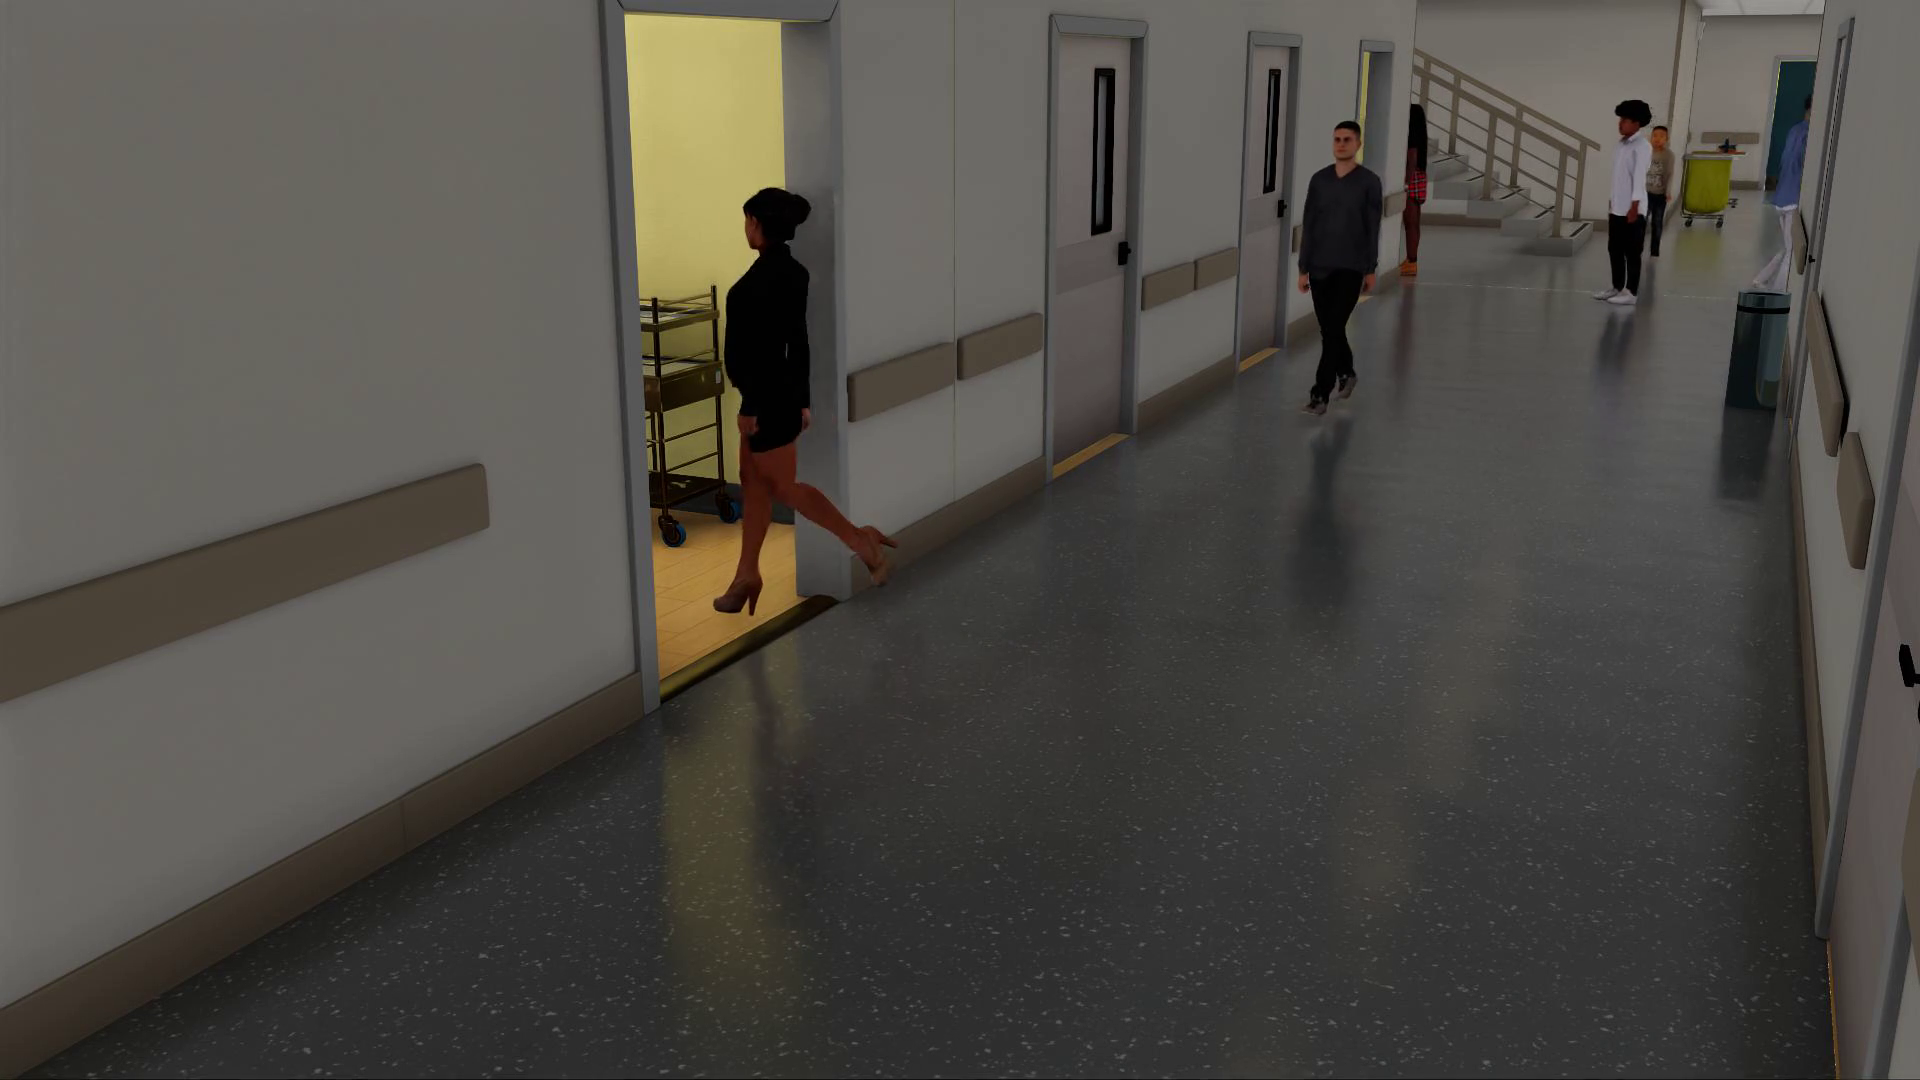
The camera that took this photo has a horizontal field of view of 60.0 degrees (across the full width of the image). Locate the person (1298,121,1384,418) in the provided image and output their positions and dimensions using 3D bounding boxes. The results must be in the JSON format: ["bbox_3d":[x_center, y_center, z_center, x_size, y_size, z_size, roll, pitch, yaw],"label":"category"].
[{"bbox_3d":[2.326,-1.637,10.156,1.132,1.723,0.810,10,19,31],"label":"person"}]

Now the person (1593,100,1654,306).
[{"bbox_3d":[6.025,-3.031,14.950,0.753,1.805,0.721,-3,16,-11],"label":"person"}]

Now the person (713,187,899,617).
[{"bbox_3d":[-0.630,-0.475,6.239,1.028,1.611,0.801,1,16,3],"label":"person"}]

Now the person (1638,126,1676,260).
[{"bbox_3d":[7.765,-3.879,18.596,0.663,1.459,0.611,8,18,26],"label":"person"}]

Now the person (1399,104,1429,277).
[{"bbox_3d":[4.669,-3.616,17.173,0.571,1.726,0.599,7,17,24],"label":"person"}]

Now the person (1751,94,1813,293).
[{"bbox_3d":[7.310,-3.002,14.730,0.860,1.869,0.825,1,16,3],"label":"person"}]
